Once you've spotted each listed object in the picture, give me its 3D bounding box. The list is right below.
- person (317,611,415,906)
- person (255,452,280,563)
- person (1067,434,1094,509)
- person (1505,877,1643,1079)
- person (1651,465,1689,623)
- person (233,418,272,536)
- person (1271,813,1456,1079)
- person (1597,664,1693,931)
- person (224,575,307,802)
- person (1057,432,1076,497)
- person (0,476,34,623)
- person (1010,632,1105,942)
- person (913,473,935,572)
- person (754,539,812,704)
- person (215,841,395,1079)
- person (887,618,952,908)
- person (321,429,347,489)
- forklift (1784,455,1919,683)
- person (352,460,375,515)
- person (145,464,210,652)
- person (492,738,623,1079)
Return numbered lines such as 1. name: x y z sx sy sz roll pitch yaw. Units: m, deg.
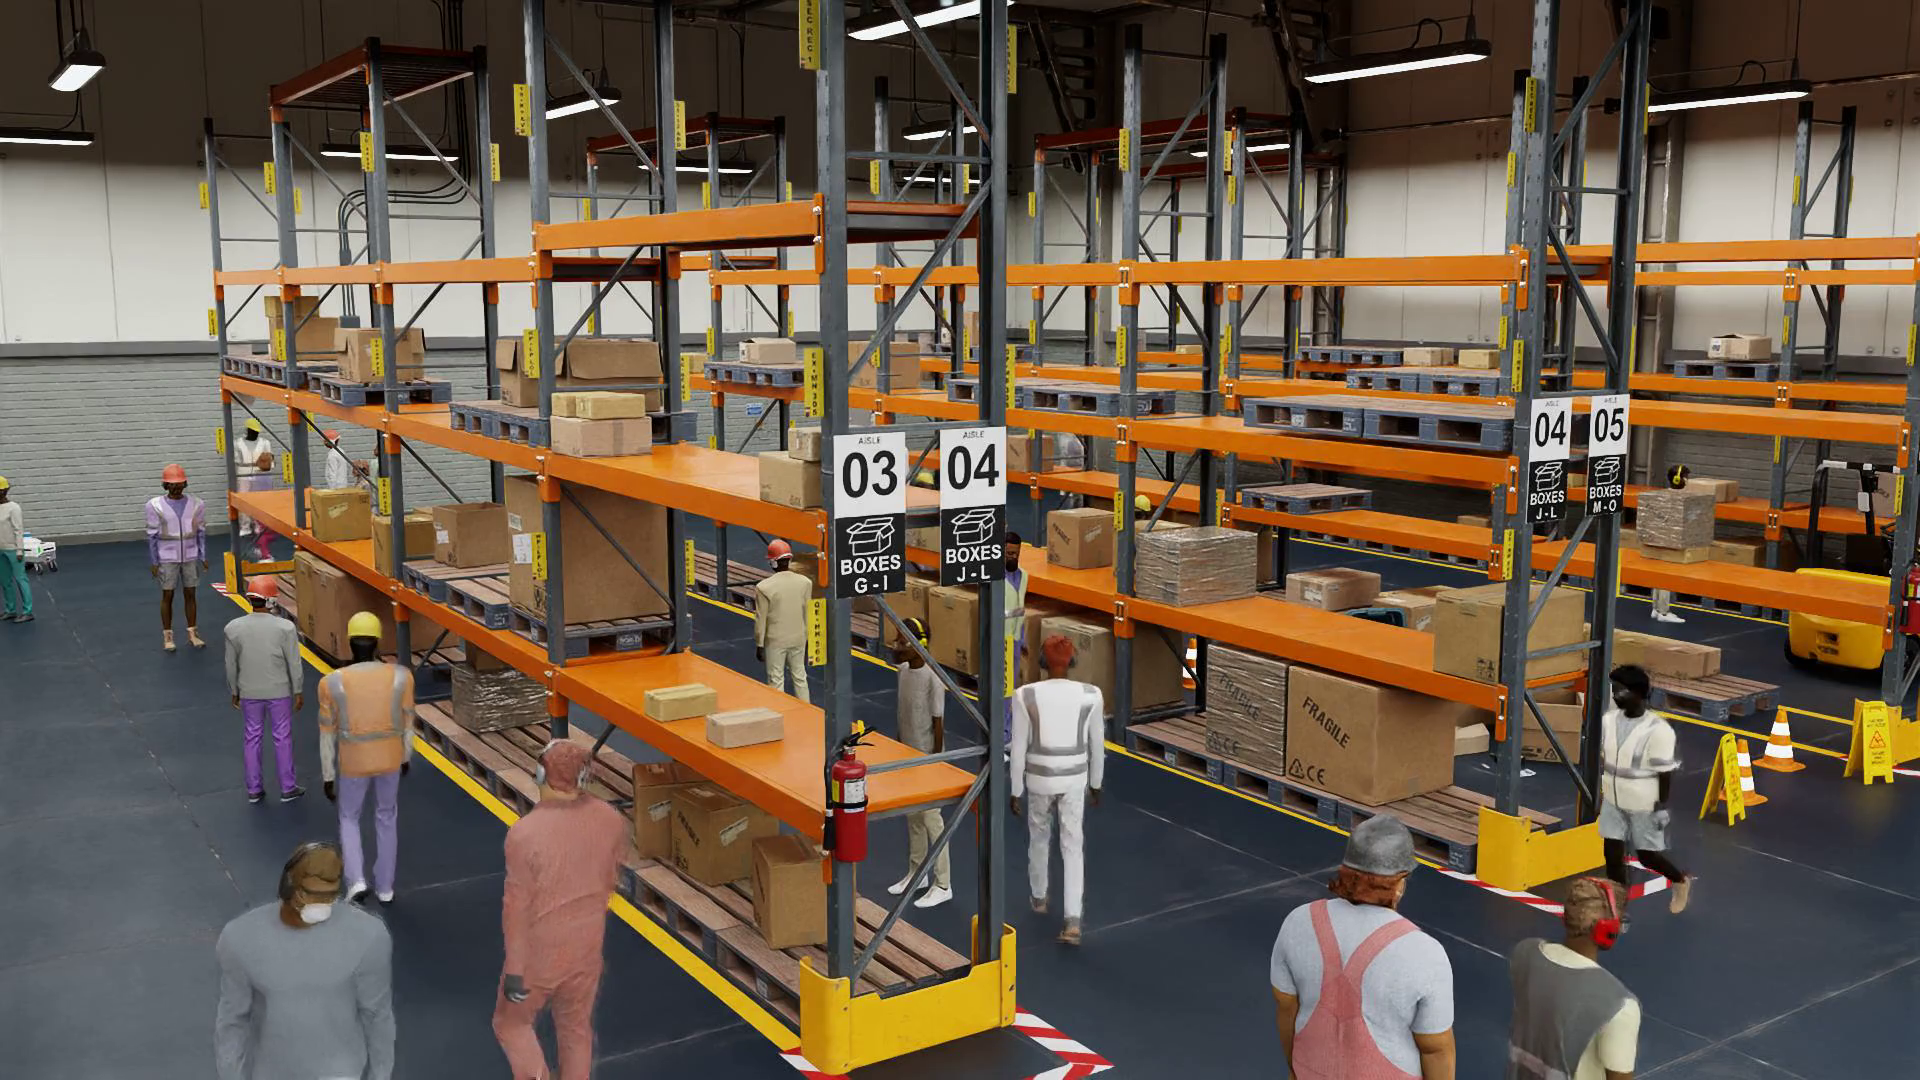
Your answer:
1. person: -3.742 1.394 10.529 0.595 1.903 0.426 -4 10 -26
2. person: -9.868 -0.449 23.730 0.371 1.617 0.521 -1 9 -5
3. person: 1.967 -1.043 27.004 0.404 1.827 0.599 -4 9 -23
4. person: 2.205 2.111 6.008 0.417 1.830 0.578 -4 9 -24
5. person: 8.418 0.040 19.682 0.327 1.865 0.519 1 9 8
6. person: -11.241 -0.984 26.379 0.640 1.904 0.442 -5 10 -28
7. person: 1.522 1.987 6.129 0.689 2.000 0.537 7 11 41
8. person: 4.164 1.572 10.154 0.674 1.667 0.531 -4 10 -27
9. person: -5.313 1.134 12.761 0.572 1.749 0.341 0 9 0
10. person: 2.113 -1.759 31.518 0.404 1.911 0.636 -5 10 -31
11. person: -11.240 0.110 19.580 0.526 1.757 0.355 4 9 23
12. person: 0.602 1.488 10.144 0.589 1.845 0.961 0 9 -2
13. person: -0.472 0.059 20.072 0.332 1.715 0.590 2 9 14
14. person: -1.565 0.861 14.626 0.563 1.742 0.360 -6 11 -37
15. person: -2.474 2.024 6.381 0.639 1.891 0.862 -1 9 -5
16. person: -0.262 1.406 10.626 0.327 1.860 0.499 -6 10 -34
17. person: -9.831 -0.871 26.152 0.350 1.743 0.563 -1 9 -8
18. forklift: 9.643 0.253 17.172 2.313 2.155 1.214 -6 10 -33
19. person: -8.070 -0.271 22.498 0.307 1.640 0.514 -7 11 -38
20. person: -8.496 0.195 18.097 0.635 2.042 0.386 -7 11 -41
21. person: -1.842 1.846 7.584 0.412 1.889 0.669 6 11 37
